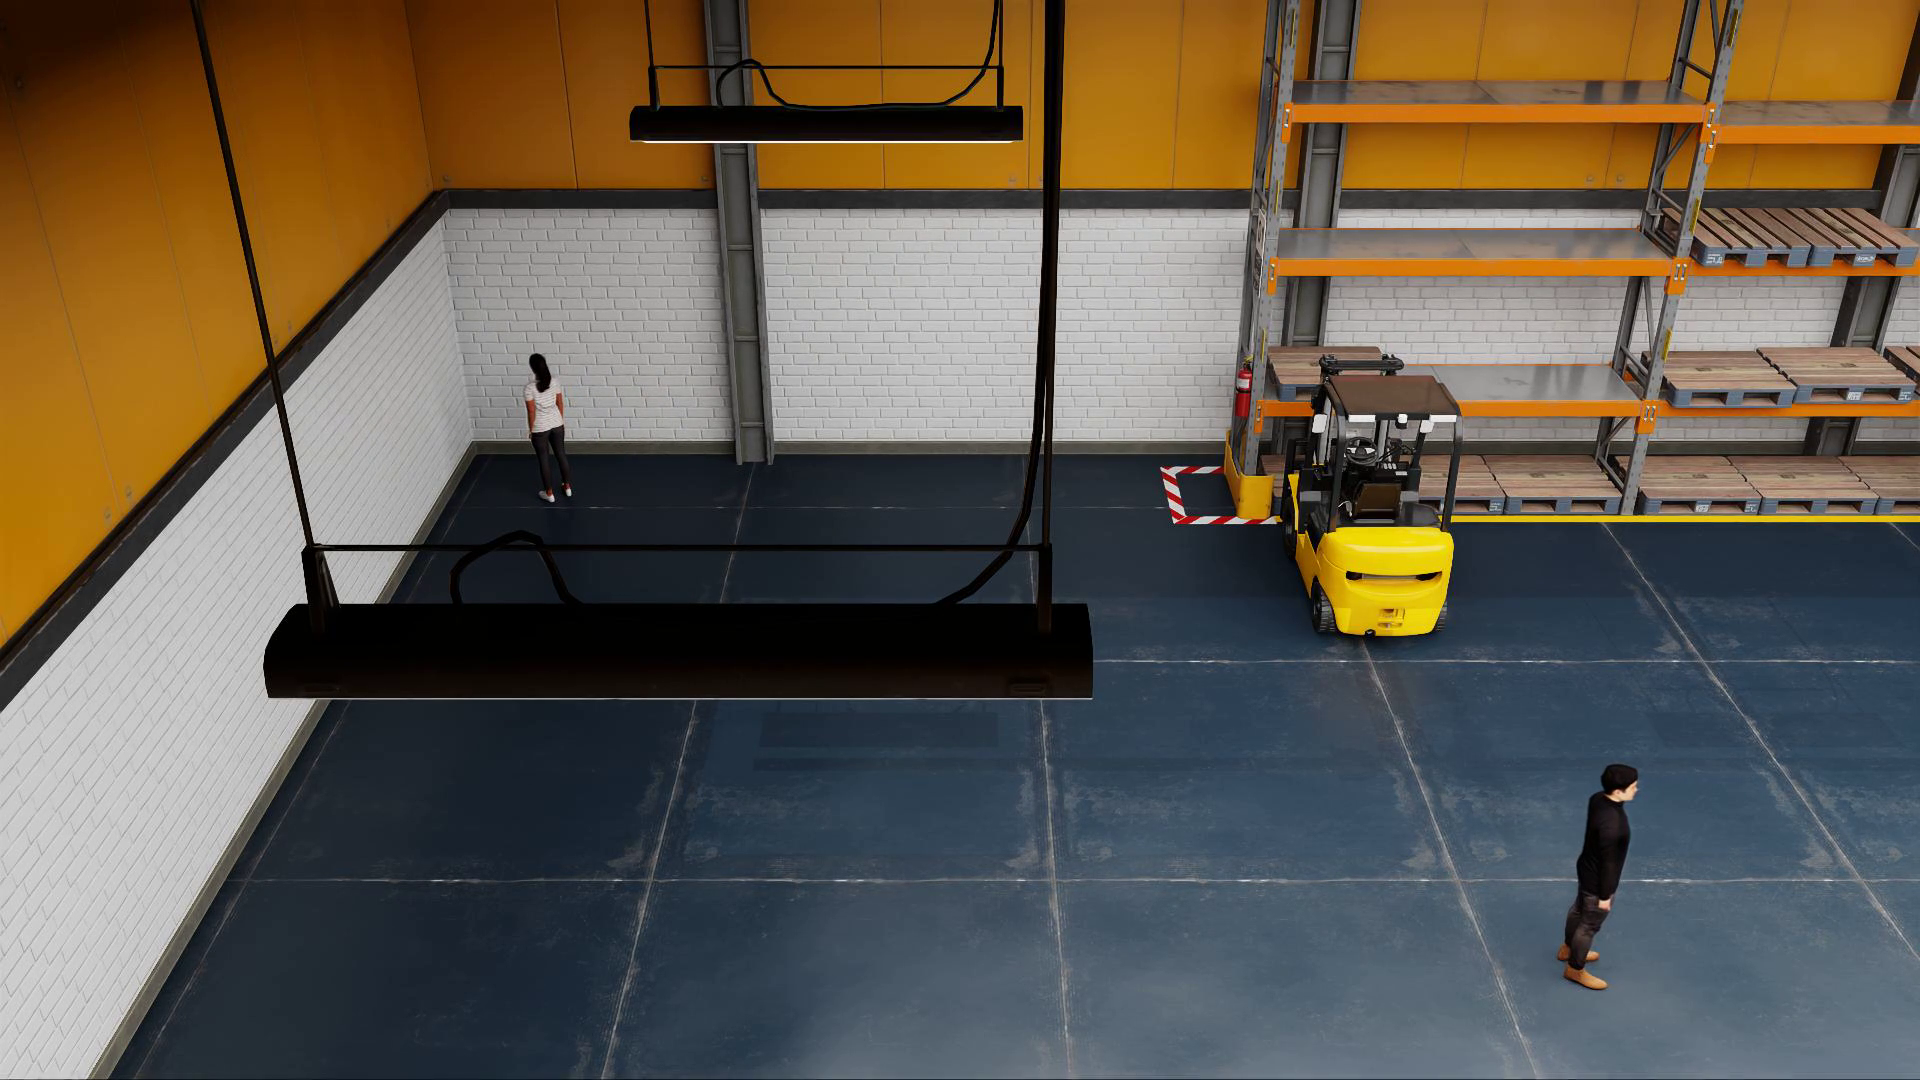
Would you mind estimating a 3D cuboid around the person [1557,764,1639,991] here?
[{"bbox_3d":[4.276,2.217,11.129,0.595,1.723,0.678,5,29,9],"label":"person"}]

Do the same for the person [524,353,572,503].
[{"bbox_3d":[-4.332,-1.191,17.459,0.644,1.644,0.718,-22,35,-34],"label":"person"}]
